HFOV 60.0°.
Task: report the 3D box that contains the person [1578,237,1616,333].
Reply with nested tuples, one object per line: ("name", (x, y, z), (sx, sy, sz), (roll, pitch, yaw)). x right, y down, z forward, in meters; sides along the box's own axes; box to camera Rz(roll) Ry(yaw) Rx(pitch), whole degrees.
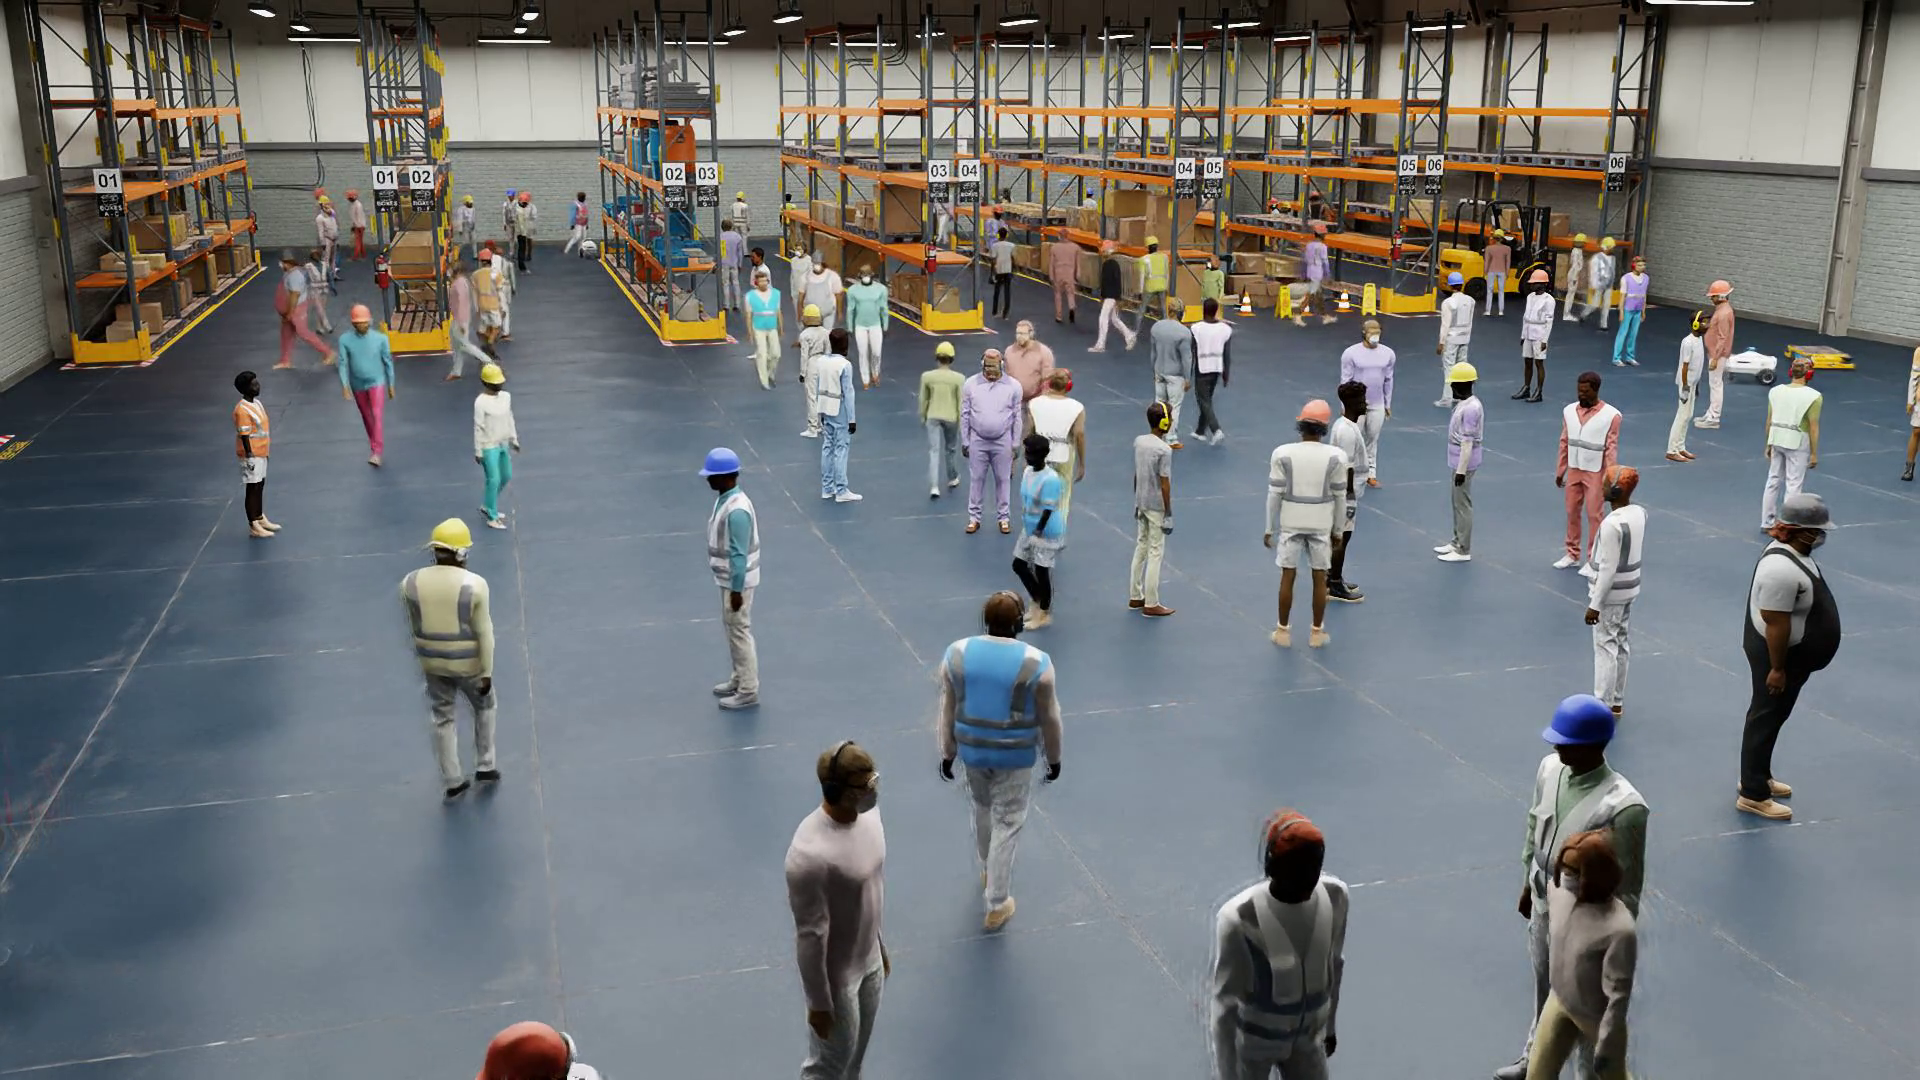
("person", (12.189, -4.873, 31.690), (0.591, 1.820, 0.616), (-6, 16, -22))

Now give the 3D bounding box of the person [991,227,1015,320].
("person", (0.858, -5.419, 33.752), (0.506, 1.825, 0.932), (-2, 15, -7))

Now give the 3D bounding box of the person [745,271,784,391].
("person", (-2.963, -3.189, 25.360), (0.614, 1.816, 0.442), (-8, 17, -27))

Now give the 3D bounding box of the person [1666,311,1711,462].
("person", (8.953, -1.884, 20.385), (0.328, 1.862, 0.502), (11, 18, 35))

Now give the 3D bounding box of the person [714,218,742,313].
("person", (-4.822, -5.712, 34.629), (0.636, 1.937, 0.358), (-11, 18, -35))

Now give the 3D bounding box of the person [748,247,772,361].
("person", (-3.385, -4.012, 28.269), (0.392, 1.920, 0.593), (-8, 17, -27))

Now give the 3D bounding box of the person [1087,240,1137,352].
("person", (2.705, -4.282, 29.199), (0.895, 1.967, 0.618), (-2, 15, -9))

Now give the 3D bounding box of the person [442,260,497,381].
("person", (-7.779, -3.450, 26.165), (0.779, 1.918, 0.633), (-5, 16, -18))

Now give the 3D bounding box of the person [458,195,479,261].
("person", (-13.554, -8.560, 45.604), (0.695, 1.812, 0.602), (8, 17, 27))

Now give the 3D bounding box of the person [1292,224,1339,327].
("person", (6.947, -5.156, 32.455), (1.071, 1.994, 0.610), (-5, 16, -17))

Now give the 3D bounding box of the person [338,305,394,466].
("person", (-7.234, -1.900, 20.302), (0.598, 1.938, 1.085), (-2, 15, -8))

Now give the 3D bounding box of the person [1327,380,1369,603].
("person", (3.431, -0.440, 14.734), (0.367, 1.966, 0.607), (2, 15, 7))

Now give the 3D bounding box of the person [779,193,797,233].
("person", (-4.942, -9.127, 47.942), (0.542, 1.695, 0.316), (2, 15, 6))

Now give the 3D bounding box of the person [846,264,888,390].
("person", (-1.413, -3.229, 25.314), (0.643, 1.923, 0.447), (0, 15, -1))

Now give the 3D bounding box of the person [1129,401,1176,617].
("person", (1.668, -0.265, 14.289), (0.317, 1.860, 0.513), (-8, 17, -27))

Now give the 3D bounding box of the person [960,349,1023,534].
("person", (0.317, -1.005, 16.986), (0.640, 1.905, 0.410), (1, 15, 3))

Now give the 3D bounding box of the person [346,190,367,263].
("person", (-16.513, -8.540, 45.271), (0.651, 1.955, 0.637), (-10, 18, -34))

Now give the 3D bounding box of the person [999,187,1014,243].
("person", (1.425, -9.414, 48.789), (0.715, 1.812, 0.643), (12, 19, 37))

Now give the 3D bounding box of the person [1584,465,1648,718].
("person", (4.598, 0.394, 11.757), (0.356, 1.883, 0.573), (13, 19, 39))

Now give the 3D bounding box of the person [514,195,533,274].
("person", (-11.099, -7.766, 42.269), (0.407, 1.983, 0.612), (-4, 15, -15))

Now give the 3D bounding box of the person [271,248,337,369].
("person", (-10.872, -3.836, 27.371), (0.968, 2.000, 0.684), (-8, 17, -28))

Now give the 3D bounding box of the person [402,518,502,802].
("person", (-3.193, 0.749, 10.576), (0.588, 1.807, 0.557), (2, 15, 6))

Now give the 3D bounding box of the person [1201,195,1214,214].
("person", (7.228, -9.467, 48.793), (0.585, 1.920, 0.382), (-11, 18, -35))

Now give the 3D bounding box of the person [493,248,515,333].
("person", (-8.752, -4.747, 31.624), (0.513, 1.600, 0.804), (-9, 17, -31))

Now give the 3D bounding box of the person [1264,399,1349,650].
("person", (2.785, -0.116, 13.421), (0.652, 2.022, 0.470), (3, 15, 12))

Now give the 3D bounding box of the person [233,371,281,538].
("person", (-7.154, -0.872, 16.873), (0.318, 1.700, 0.536), (-2, 15, -7))

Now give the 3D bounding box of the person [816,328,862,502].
("person", (-1.368, -1.383, 18.376), (0.372, 1.916, 0.596), (-12, 19, -38))

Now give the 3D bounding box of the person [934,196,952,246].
("person", (-0.575, -9.858, 50.527), (0.616, 1.796, 0.983), (11, 18, 35))

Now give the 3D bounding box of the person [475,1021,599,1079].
("person", (-1.247, 2.221, 5.203), (0.366, 1.726, 0.640), (1, 15, 3))

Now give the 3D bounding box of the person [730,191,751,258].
("person", (-6.109, -8.792, 46.418), (0.591, 1.834, 0.404), (7, 17, 25))

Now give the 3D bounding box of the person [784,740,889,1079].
("person", (-0.466, 1.716, 6.677), (0.364, 1.938, 0.632), (6, 16, 20))

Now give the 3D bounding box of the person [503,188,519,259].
("person", (-12.367, -8.746, 46.044), (0.606, 1.939, 0.410), (3, 15, 10))

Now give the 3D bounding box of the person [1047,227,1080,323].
("person", (2.051, -5.221, 32.867), (0.670, 1.884, 0.583), (-2, 15, -6))

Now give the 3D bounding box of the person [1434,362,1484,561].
("person", (4.811, -0.751, 16.005), (0.386, 1.919, 0.581), (3, 15, 11))

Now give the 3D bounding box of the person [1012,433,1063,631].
("person", (0.615, -0.063, 13.847), (0.445, 1.676, 0.556), (-8, 17, -28))

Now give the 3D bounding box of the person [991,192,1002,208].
("person", (1.093, -9.719, 50.328), (0.510, 1.613, 0.591), (12, 19, 37))

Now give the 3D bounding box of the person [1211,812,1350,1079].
("person", (1.229, 1.908, 6.132), (0.616, 1.840, 0.948), (-6, 16, -20))

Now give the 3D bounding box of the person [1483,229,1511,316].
("person", (10.965, -5.463, 34.027), (0.526, 1.765, 0.329), (3, 15, 10))

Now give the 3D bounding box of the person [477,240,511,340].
("person", (-8.627, -4.610, 30.692), (0.959, 1.839, 0.571), (14, 20, 42))

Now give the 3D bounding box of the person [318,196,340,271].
("person", (-16.274, -7.889, 42.841), (0.594, 1.924, 0.381), (10, 18, 33))
